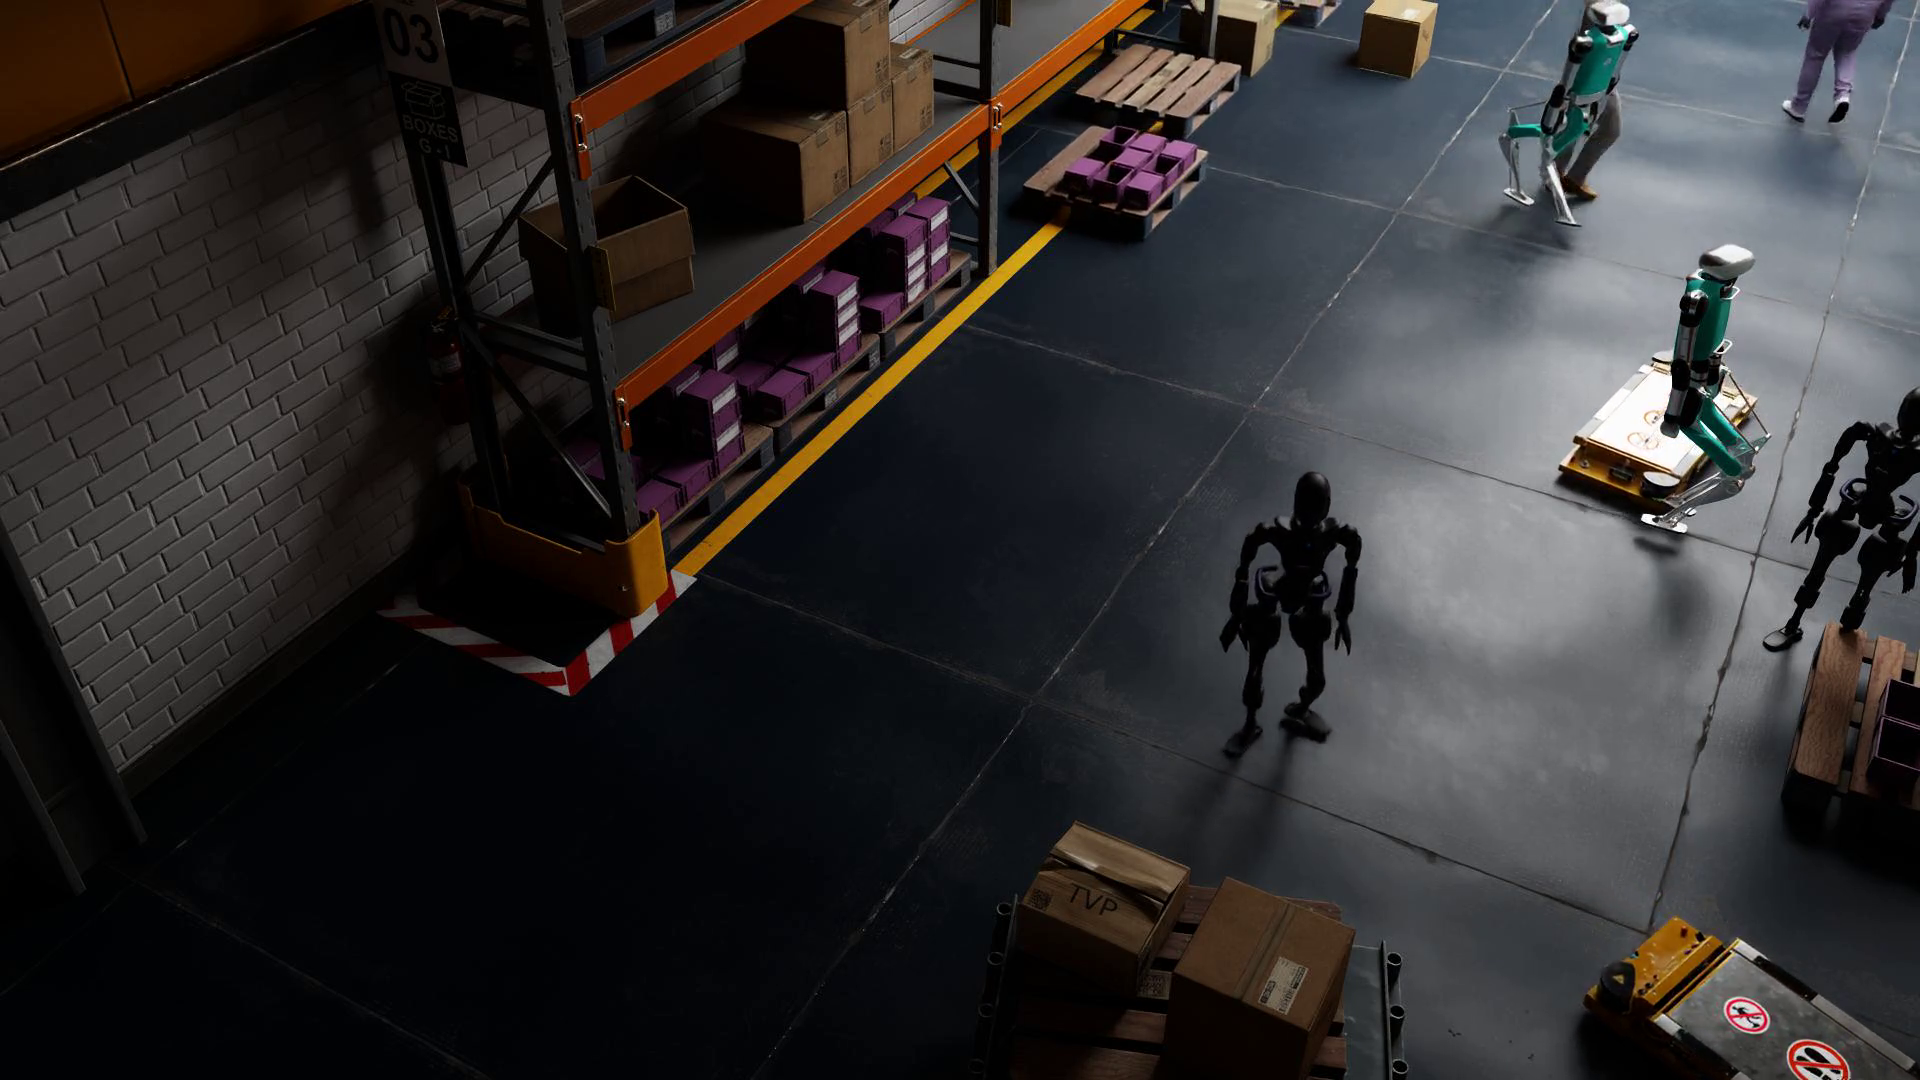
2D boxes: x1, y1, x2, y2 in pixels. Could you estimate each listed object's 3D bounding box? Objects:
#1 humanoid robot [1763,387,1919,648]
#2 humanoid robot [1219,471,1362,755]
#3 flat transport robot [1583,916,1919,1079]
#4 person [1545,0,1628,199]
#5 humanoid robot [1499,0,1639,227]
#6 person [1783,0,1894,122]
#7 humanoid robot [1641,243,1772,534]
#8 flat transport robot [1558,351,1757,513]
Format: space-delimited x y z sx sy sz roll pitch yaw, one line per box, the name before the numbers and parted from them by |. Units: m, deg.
humanoid robot | 4.435 -0.047 8.138 0.315 1.659 0.599 -31 48 -33
humanoid robot | 1.520 0.329 7.681 0.611 1.644 0.374 0 39 0
flat transport robot | 3.289 2.096 6.599 0.659 0.231 1.431 -26 46 -29
person | 4.705 -3.389 12.163 0.504 1.883 0.603 3 39 3
humanoid robot | 4.262 -3.093 11.904 0.551 1.713 0.988 -16 41 -19
person | 7.018 -4.194 13.160 0.660 1.885 0.538 1 39 1
humanoid robot | 4.076 -0.736 8.861 0.735 1.673 0.533 28 46 30
flat transport robot | 4.245 -0.674 10.062 0.659 0.231 1.431 28 46 30
